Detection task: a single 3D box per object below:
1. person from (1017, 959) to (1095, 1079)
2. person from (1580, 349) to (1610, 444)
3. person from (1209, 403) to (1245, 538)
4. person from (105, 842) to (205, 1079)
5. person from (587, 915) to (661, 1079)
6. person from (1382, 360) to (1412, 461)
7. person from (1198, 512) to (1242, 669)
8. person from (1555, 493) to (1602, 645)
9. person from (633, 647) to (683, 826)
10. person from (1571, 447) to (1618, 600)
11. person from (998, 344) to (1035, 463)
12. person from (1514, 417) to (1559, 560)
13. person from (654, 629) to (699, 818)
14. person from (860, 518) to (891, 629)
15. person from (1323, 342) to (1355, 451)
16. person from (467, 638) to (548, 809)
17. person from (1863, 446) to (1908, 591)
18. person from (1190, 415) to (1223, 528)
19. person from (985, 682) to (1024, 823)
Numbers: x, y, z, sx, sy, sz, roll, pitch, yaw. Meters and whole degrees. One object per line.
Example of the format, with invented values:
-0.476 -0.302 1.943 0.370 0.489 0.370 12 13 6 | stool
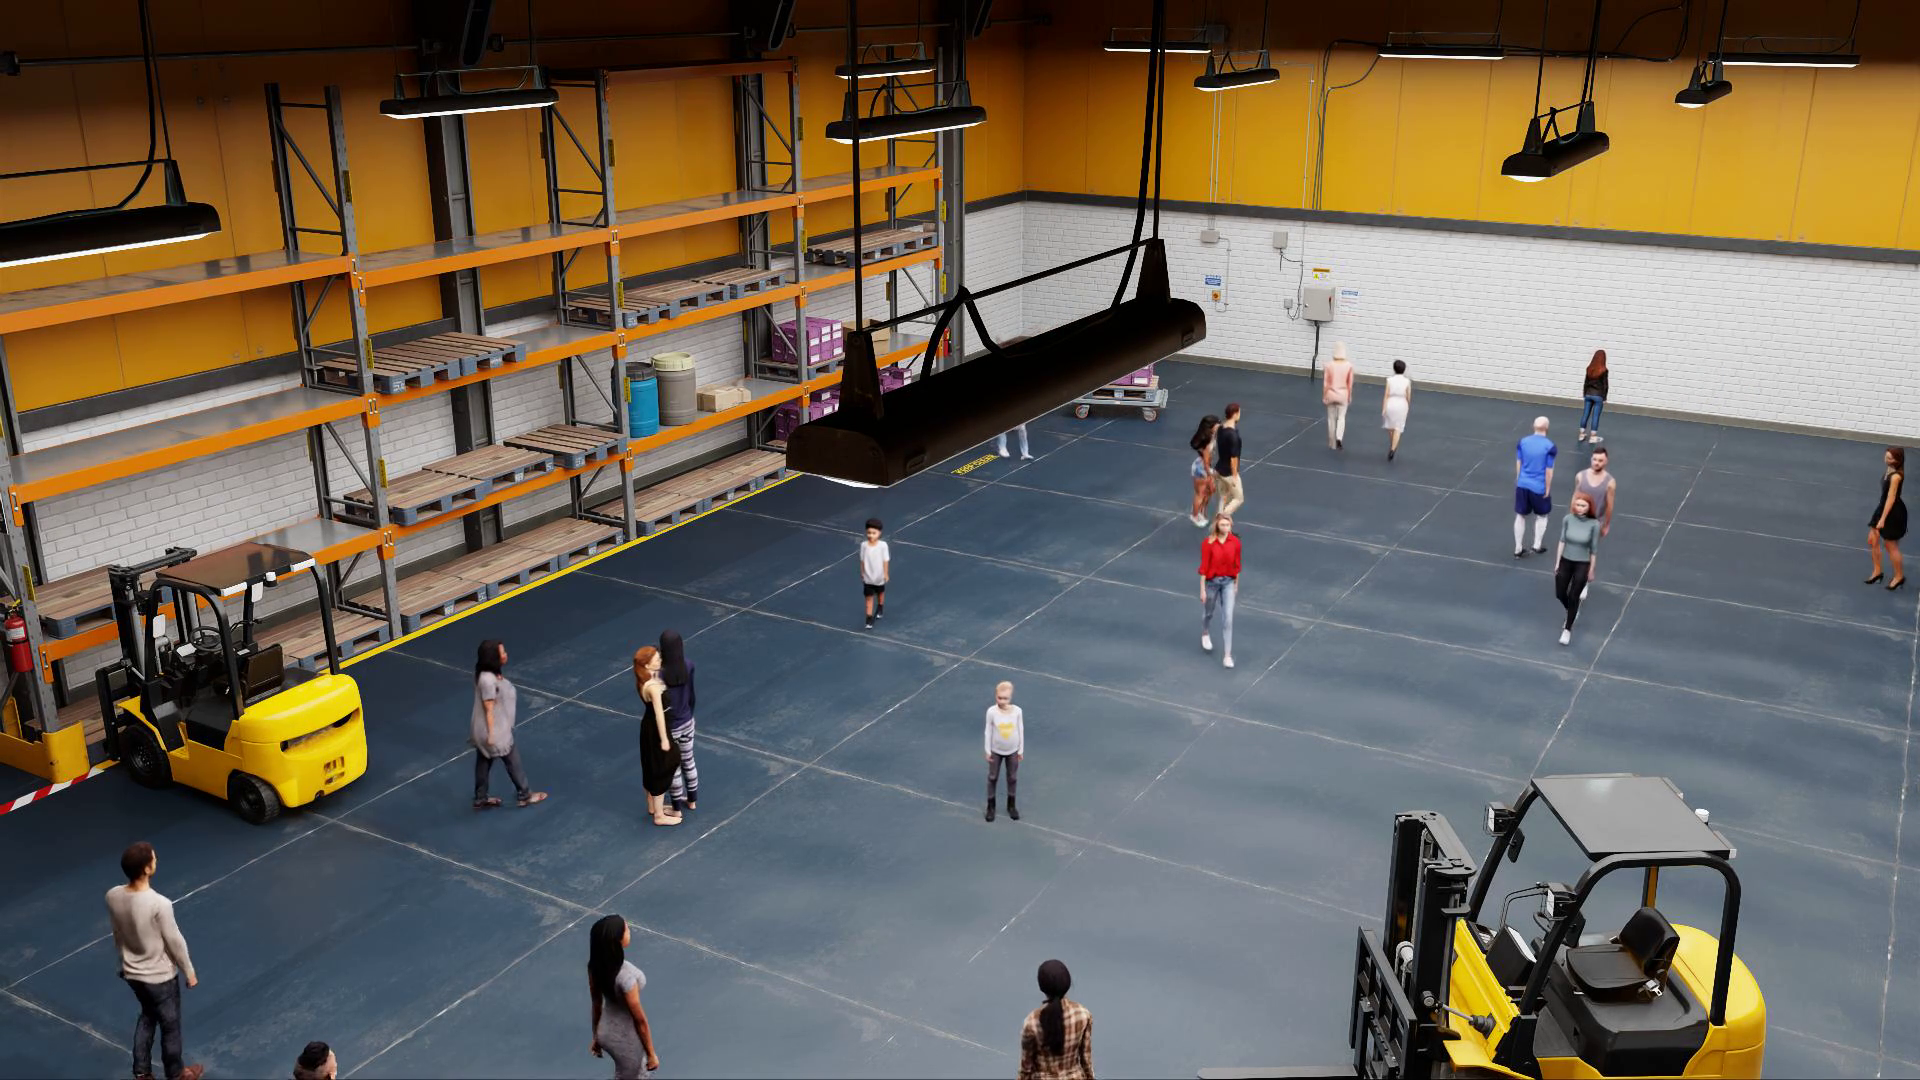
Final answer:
0.580 3.266 9.488 0.892 1.770 0.959 -3 19 -10 | person
10.108 -2.307 26.491 0.617 1.479 0.631 -13 23 -34 | person
3.407 -0.866 21.655 0.910 1.836 0.851 -5 19 -15 | person
-5.245 2.819 10.679 0.771 1.857 0.821 5 19 15 | person
-2.110 3.109 9.995 1.179 1.743 0.841 -16 24 -39 | person
6.654 -1.927 25.340 0.665 1.494 1.039 6 19 16 | person
2.755 0.497 17.898 1.071 1.651 1.231 -2 19 -5 | person
6.828 0.286 18.397 0.640 1.731 0.753 14 23 35 | person
-2.650 1.677 14.434 0.727 1.625 0.675 -7 20 -20 | person
7.406 -0.238 19.502 0.698 1.830 0.897 14 23 35 | person
0.759 -2.099 25.378 1.176 1.795 1.142 -8 20 -24 | person
7.204 -0.642 21.006 0.709 1.826 0.732 13 23 34 | person
-2.487 1.586 14.531 0.710 1.734 0.529 16 24 40 | person
-0.961 0.346 19.006 0.721 1.229 0.936 2 19 6 | person
5.875 -2.213 25.838 0.755 1.718 0.822 1 19 4 | person
-4.180 1.643 14.600 0.988 1.584 0.887 -9 21 -26 | person
11.165 -0.233 19.835 0.747 1.797 0.723 8 20 23 | person
3.175 -0.903 22.150 0.727 1.590 0.609 4 19 11 | person
0.386 1.828 14.530 0.573 1.278 0.618 -2 19 -6 | person
